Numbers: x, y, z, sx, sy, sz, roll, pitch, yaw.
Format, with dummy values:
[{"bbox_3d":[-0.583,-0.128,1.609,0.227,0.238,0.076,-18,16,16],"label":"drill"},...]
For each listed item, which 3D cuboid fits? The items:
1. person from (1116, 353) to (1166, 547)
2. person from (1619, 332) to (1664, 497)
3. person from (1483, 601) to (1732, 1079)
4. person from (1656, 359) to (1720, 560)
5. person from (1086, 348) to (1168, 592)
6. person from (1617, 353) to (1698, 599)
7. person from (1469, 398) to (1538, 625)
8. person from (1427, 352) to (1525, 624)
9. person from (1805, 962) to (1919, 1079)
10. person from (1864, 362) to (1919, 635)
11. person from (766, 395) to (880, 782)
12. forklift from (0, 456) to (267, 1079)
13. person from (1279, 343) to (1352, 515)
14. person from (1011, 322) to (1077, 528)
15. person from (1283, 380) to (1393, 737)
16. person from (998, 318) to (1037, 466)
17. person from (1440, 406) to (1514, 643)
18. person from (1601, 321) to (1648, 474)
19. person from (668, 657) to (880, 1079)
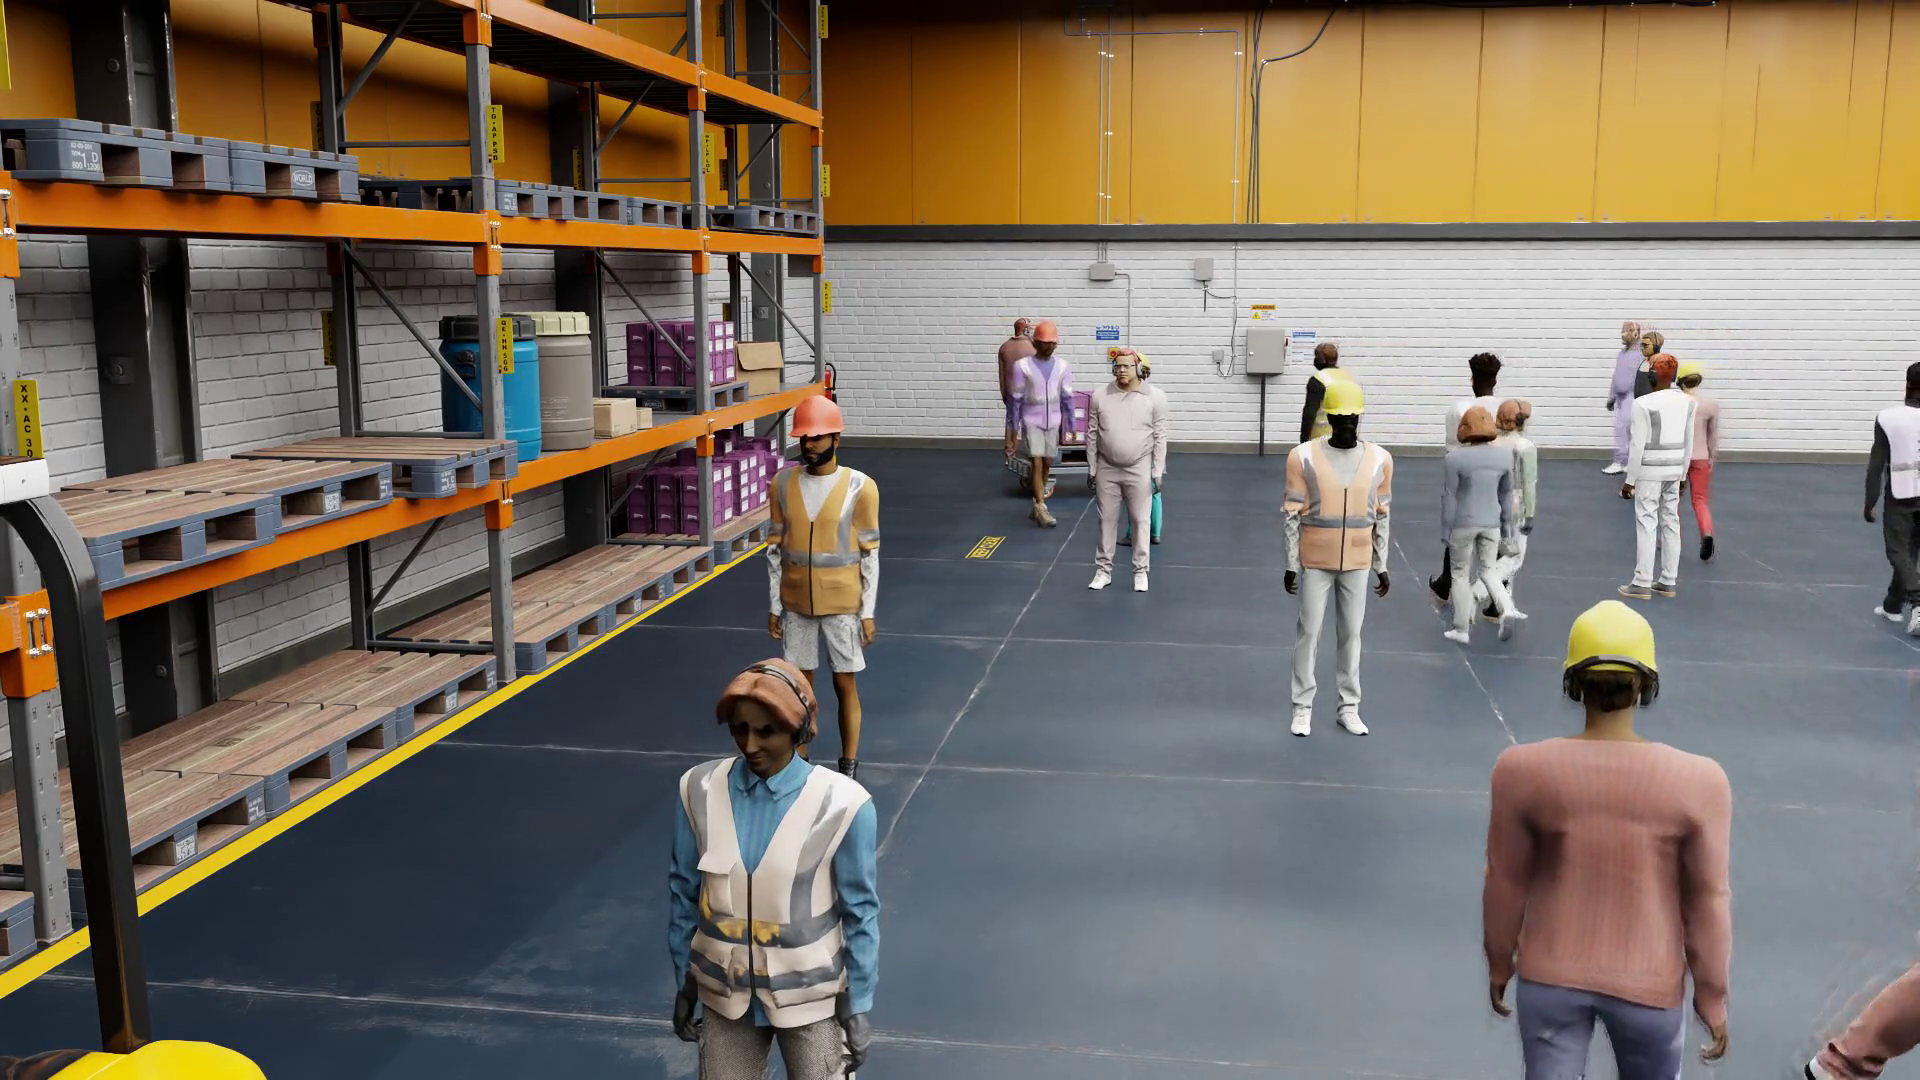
[{"bbox_3d":[1.628,-0.816,15.138,0.524,1.764,0.329,-5,10,-27],"label":"person"},{"bbox_3d":[7.515,-1.348,18.167,0.346,1.846,0.506,-3,10,-15],"label":"person"},{"bbox_3d":[1.492,1.018,3.873,0.552,1.743,0.435,4,10,23],"label":"person"},{"bbox_3d":[6.373,-0.704,14.535,0.526,1.739,0.776,1,9,8],"label":"person"},{"bbox_3d":[1.289,-0.545,13.026,0.639,1.908,0.409,3,10,17],"label":"person"},{"bbox_3d":[5.327,-0.483,12.719,0.576,1.882,0.355,-3,10,-19],"label":"person"},{"bbox_3d":[3.796,-0.185,11.704,0.669,1.620,0.523,-4,10,-25],"label":"person"},{"bbox_3d":[3.763,-0.400,12.093,0.646,1.911,1.002,-1,9,-5],"label":"person"},{"bbox_3d":[2.926,0.857,4.555,0.657,1.853,1.009,-8,12,-41],"label":"person"},{"bbox_3d":[6.670,-0.301,11.611,0.597,1.888,0.910,1,9,3],"label":"person"},{"bbox_3d":[-0.649,0.292,7.758,0.542,1.939,0.366,2,9,14],"label":"person"},{"bbox_3d":[-2.328,0.975,2.765,2.313,2.155,1.214,1,9,9],"label":"forklift"},{"bbox_3d":[3.634,-1.069,16.617,0.945,1.797,0.639,8,12,41],"label":"person"},{"bbox_3d":[0.845,-1.137,16.387,0.632,2.002,0.873,-3,10,-20],"label":"person"},{"bbox_3d":[2.033,0.102,8.963,0.584,1.929,0.371,0,9,-1],"label":"person"},{"bbox_3d":[0.801,-1.878,21.245,0.651,1.907,0.409,8,12,40],"label":"person"},{"bbox_3d":[3.462,-0.079,11.056,0.503,1.616,0.538,-2,9,-10],"label":"person"},{"bbox_3d":[8.144,-1.737,20.456,0.755,1.880,0.672,-1,9,-5],"label":"person"},{"bbox_3d":[-0.434,1.073,3.865,0.512,1.640,0.309,3,10,15],"label":"person"}]
